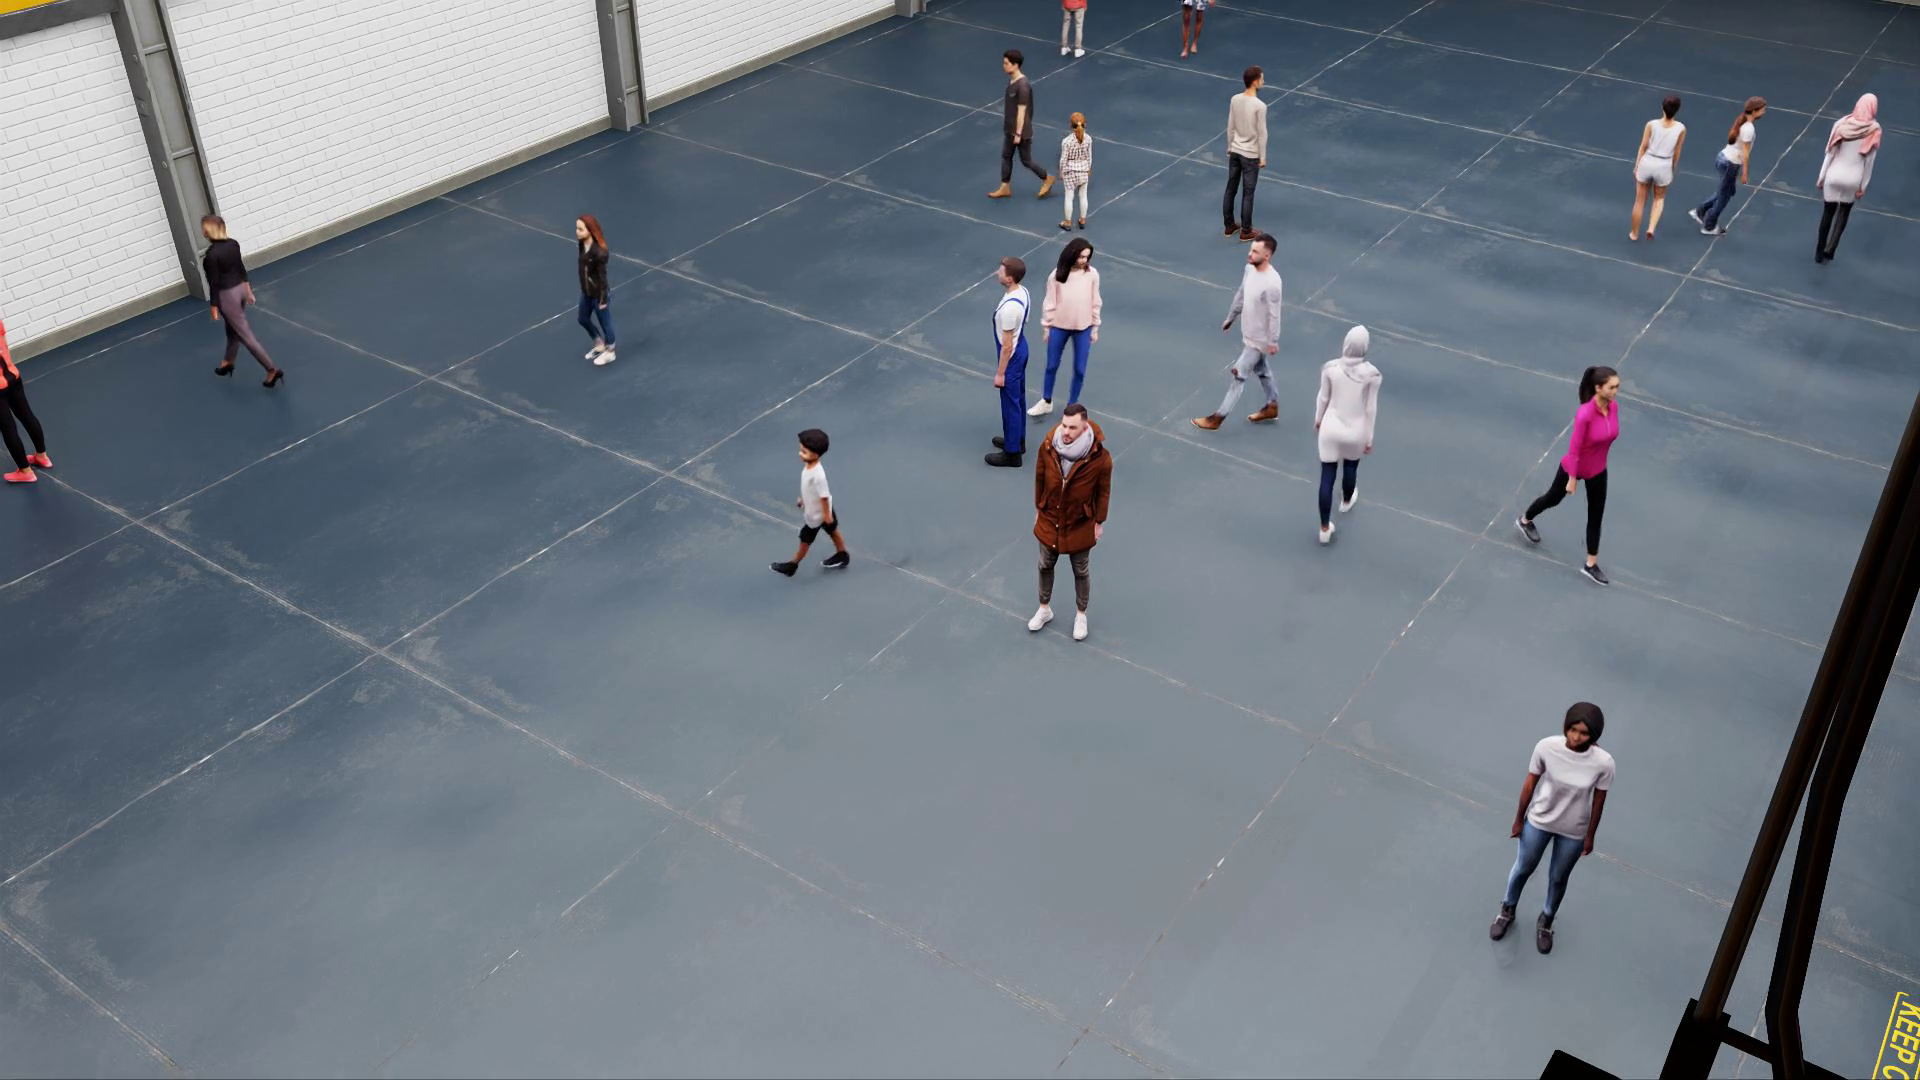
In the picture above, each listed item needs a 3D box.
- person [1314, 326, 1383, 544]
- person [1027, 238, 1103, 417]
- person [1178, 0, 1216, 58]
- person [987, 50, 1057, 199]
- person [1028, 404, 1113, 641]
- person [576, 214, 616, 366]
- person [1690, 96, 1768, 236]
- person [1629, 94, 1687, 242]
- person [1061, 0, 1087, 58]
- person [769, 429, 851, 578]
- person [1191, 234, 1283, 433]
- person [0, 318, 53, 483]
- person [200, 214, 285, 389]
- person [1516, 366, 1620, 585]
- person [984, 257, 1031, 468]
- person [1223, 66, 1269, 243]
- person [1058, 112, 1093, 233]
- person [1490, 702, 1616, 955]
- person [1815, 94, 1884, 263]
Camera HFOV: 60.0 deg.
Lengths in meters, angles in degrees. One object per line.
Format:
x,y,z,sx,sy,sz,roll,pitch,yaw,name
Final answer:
2.914,-0.766,12.746,0.769,1.751,1.025,13,36,19,person
0.908,-1.810,14.318,0.858,1.749,0.840,6,34,9,person
3.297,-7.643,23.134,0.904,1.706,1.032,5,34,8,person
0.738,-4.634,18.621,1.108,1.689,0.958,-12,35,-17,person
0.759,-0.145,11.732,0.794,1.839,0.808,10,35,15,person
-3.306,-2.328,15.342,0.589,1.478,0.618,-28,43,-36,person
8.186,-4.012,17.819,0.762,1.542,0.728,1,34,2,person
7.352,-3.891,17.587,0.645,1.597,0.661,10,35,15,person
1.580,-7.446,23.099,0.545,1.416,0.500,15,37,22,person
-1.000,-0.278,12.486,0.918,1.226,0.814,-9,35,-14,person
2.611,-1.766,14.209,1.205,1.797,1.130,-6,34,-9,person
-7.826,-1.271,13.557,0.727,1.695,0.603,6,34,9,person
-6.415,-2.089,14.847,0.948,1.629,1.003,4,34,6,person
4.604,-0.557,12.518,1.161,1.656,1.026,-16,37,-23,person
0.428,-1.484,13.740,0.755,1.847,0.613,9,35,13,person
3.024,-4.100,17.660,0.659,1.864,0.709,-26,41,-33,person
1.261,-3.994,18.000,0.605,1.312,0.681,-9,35,-13,person
3.309,1.588,9.233,0.624,1.719,0.568,14,36,20,person
9.056,-3.662,17.065,0.677,1.794,0.747,17,37,24,person
